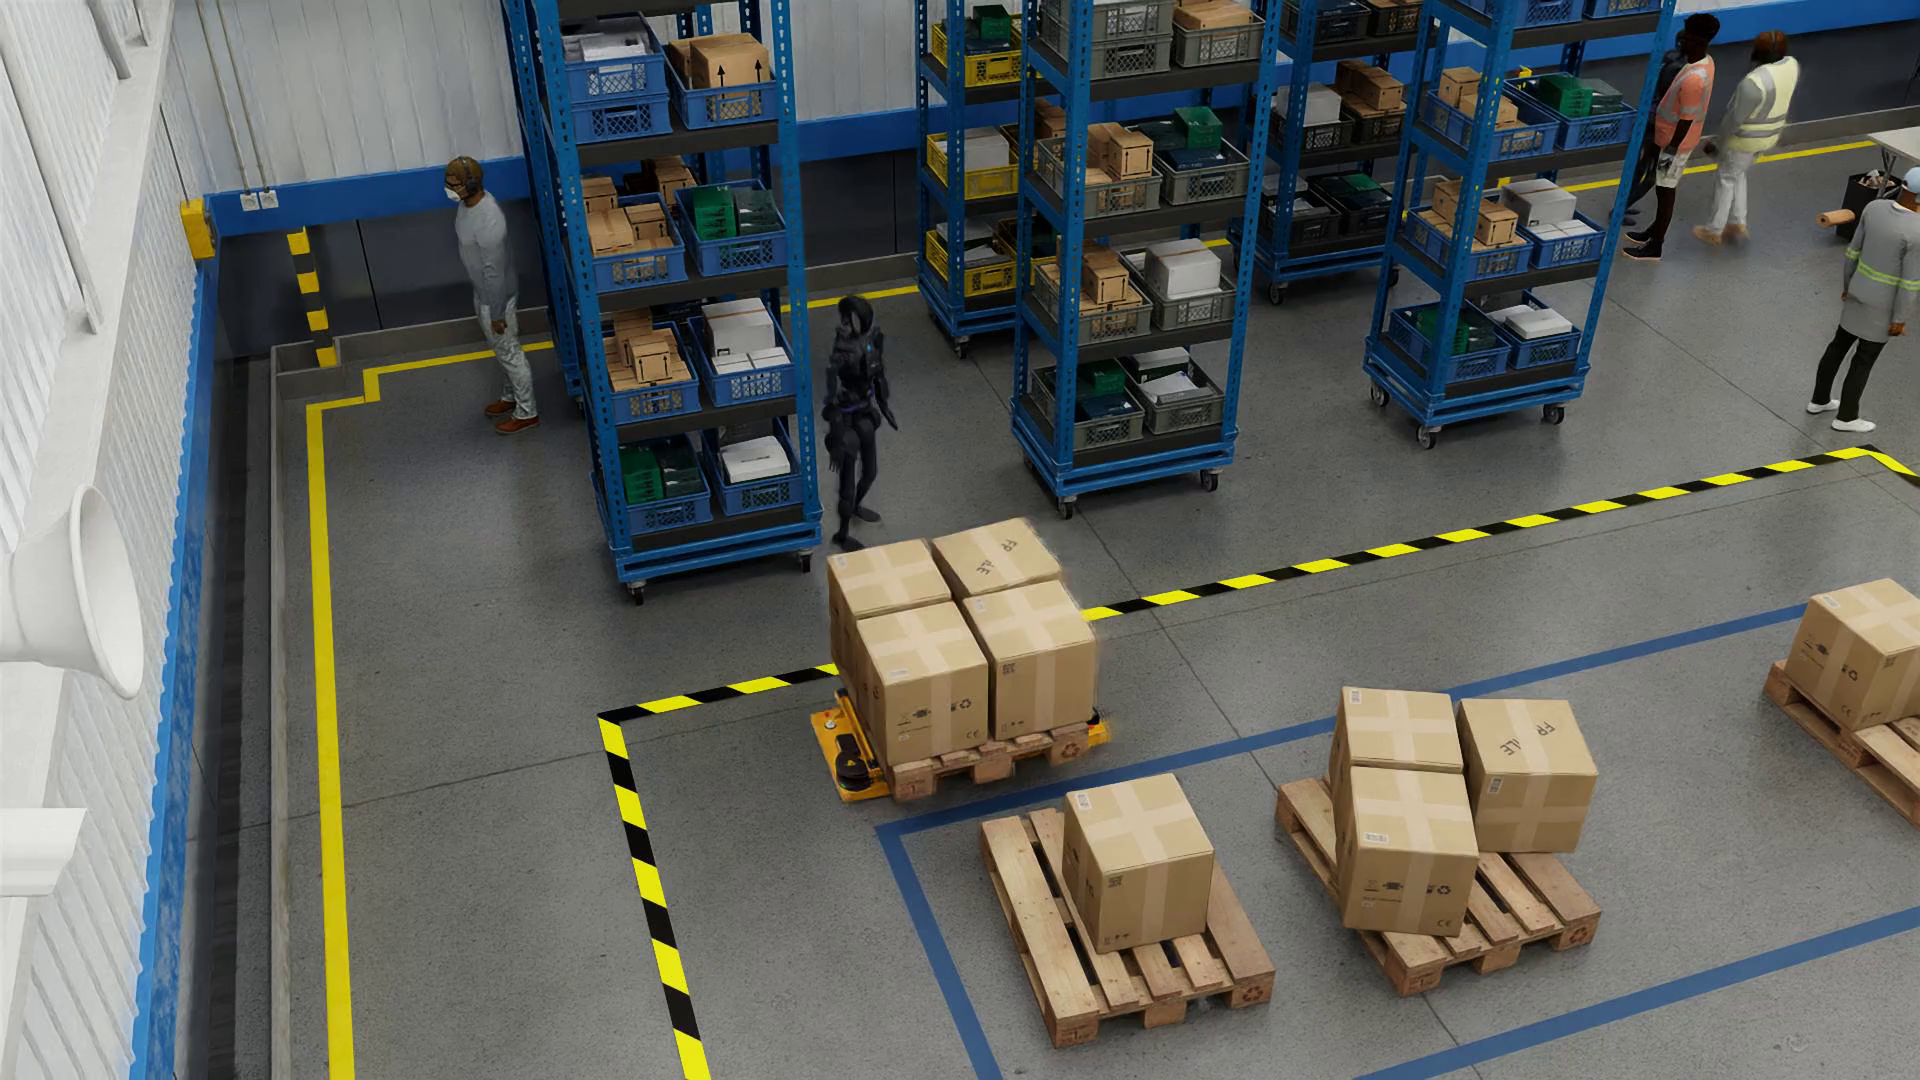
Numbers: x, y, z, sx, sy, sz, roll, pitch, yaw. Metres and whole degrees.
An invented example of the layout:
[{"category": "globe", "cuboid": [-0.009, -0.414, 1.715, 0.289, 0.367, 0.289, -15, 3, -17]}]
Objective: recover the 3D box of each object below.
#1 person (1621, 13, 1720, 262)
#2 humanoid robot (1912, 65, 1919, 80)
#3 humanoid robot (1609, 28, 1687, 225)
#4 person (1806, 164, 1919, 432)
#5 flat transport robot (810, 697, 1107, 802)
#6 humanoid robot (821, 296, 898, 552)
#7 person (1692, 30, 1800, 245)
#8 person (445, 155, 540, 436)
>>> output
[{"category": "person", "cuboid": [5.607, -3.151, 13.052, 0.368, 1.965, 0.605, 15, 38, 20]}, {"category": "humanoid robot", "cuboid": [8.897, -4.247, 14.897, 0.781, 1.628, 0.609, -16, 38, -21]}, {"category": "humanoid robot", "cuboid": [5.677, -3.416, 13.687, 0.446, 1.639, 0.616, -3, 35, -4]}, {"category": "person", "cuboid": [6.042, -1.593, 10.941, 0.399, 1.852, 0.589, -8, 36, -12]}, {"category": "flat transport robot", "cuboid": [-0.013, 0.937, 8.703, 1.431, 0.197, 0.652, -11, 37, -15]}, {"category": "humanoid robot", "cuboid": [-0.640, -0.719, 9.854, 0.405, 1.644, 0.586, 18, 39, 24]}, {"category": "person", "cuboid": [6.266, -3.195, 13.254, 0.661, 1.805, 0.456, -21, 40, -27]}, {"category": "person", "cuboid": [-3.064, -1.604, 10.894, 0.370, 1.932, 0.620, -14, 37, -19]}]
